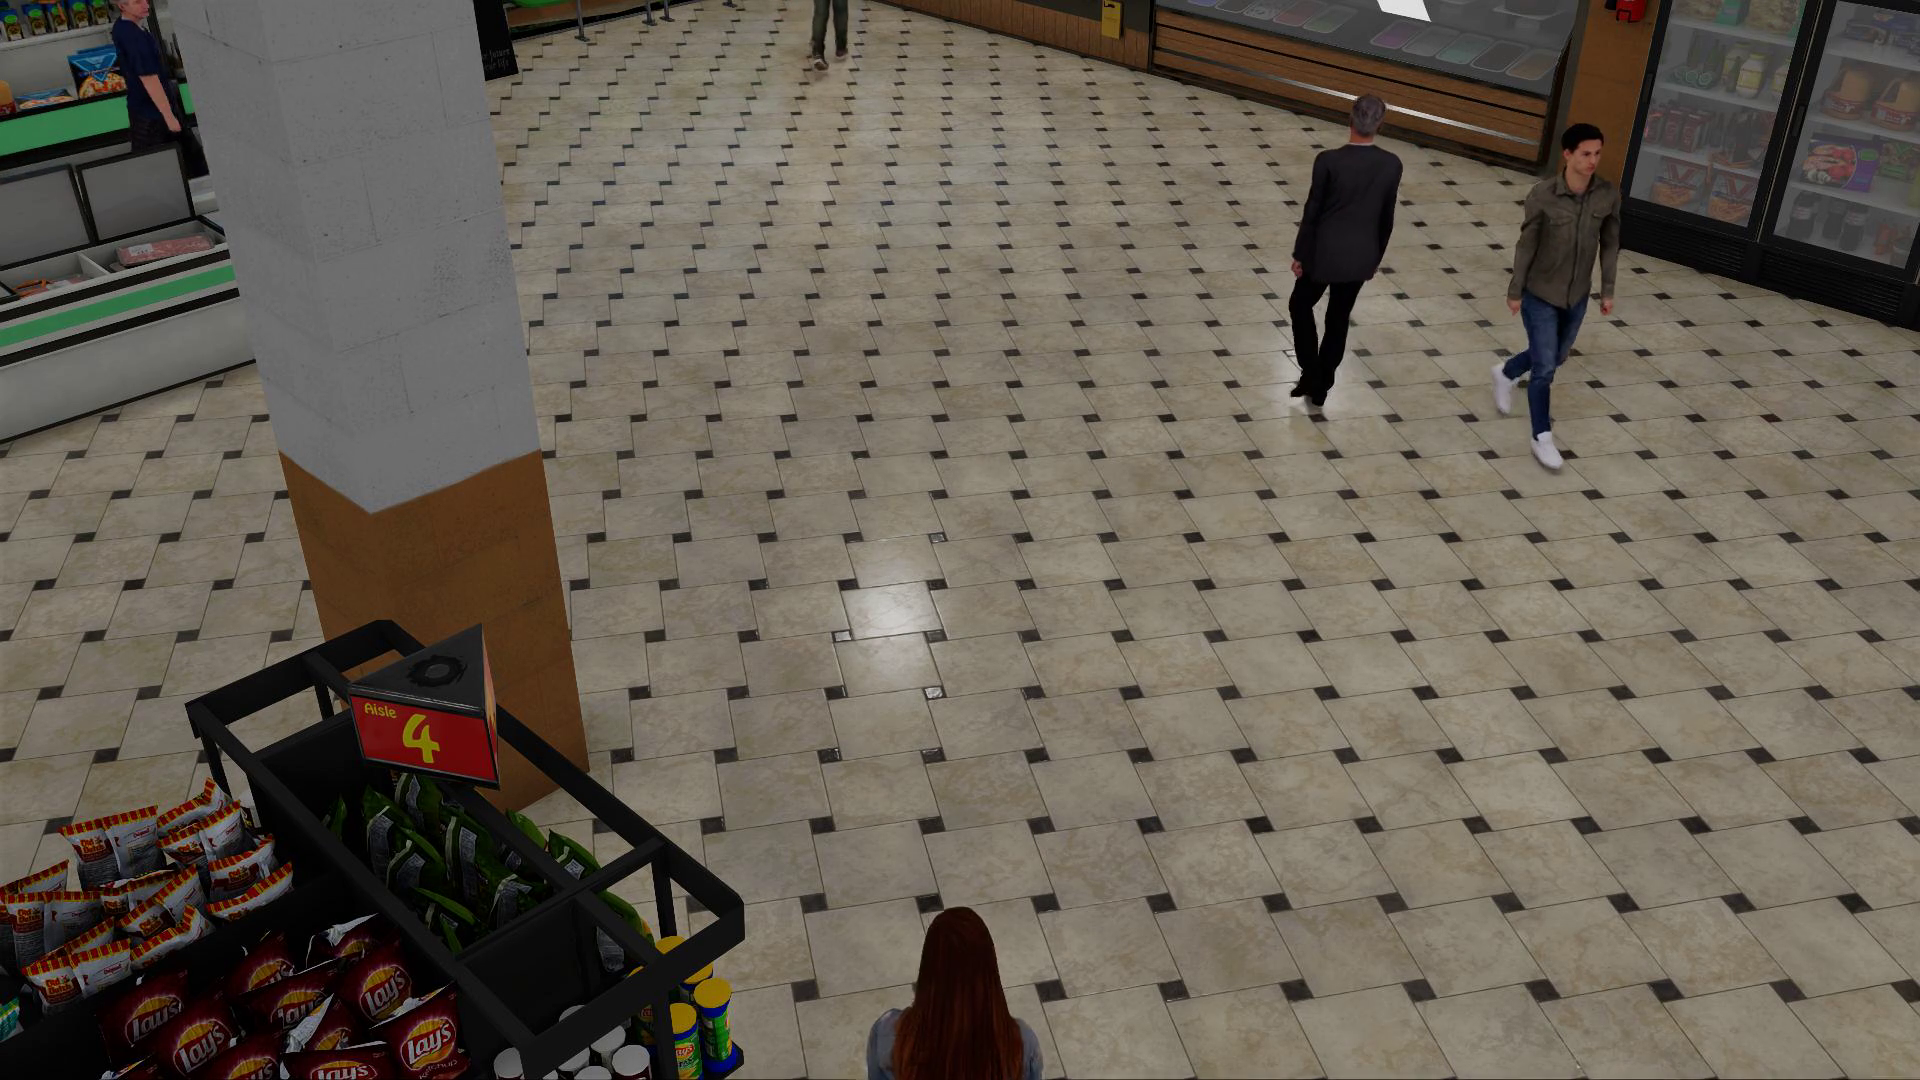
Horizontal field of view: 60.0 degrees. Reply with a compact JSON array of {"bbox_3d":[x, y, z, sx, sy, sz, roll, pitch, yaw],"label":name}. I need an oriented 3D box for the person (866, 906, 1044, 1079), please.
[{"bbox_3d":[-0.010,1.714,4.244,0.929,1.680,1.011,3,32,4],"label":"person"}]

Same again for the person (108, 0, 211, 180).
[{"bbox_3d":[-5.725,-2.934,11.588,1.312,1.813,0.976,-14,34,-21],"label":"person"}]

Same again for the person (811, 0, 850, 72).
[{"bbox_3d":[-1.235,-5.139,15.314,0.995,1.621,1.172,5,32,9],"label":"person"}]

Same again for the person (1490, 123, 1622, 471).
[{"bbox_3d":[3.218,-1.378,9.063,1.198,1.839,1.157,-6,32,-9],"label":"person"}]

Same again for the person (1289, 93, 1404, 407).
[{"bbox_3d":[2.170,-1.570,9.390,0.849,1.819,0.924,-4,32,-7],"label":"person"}]
